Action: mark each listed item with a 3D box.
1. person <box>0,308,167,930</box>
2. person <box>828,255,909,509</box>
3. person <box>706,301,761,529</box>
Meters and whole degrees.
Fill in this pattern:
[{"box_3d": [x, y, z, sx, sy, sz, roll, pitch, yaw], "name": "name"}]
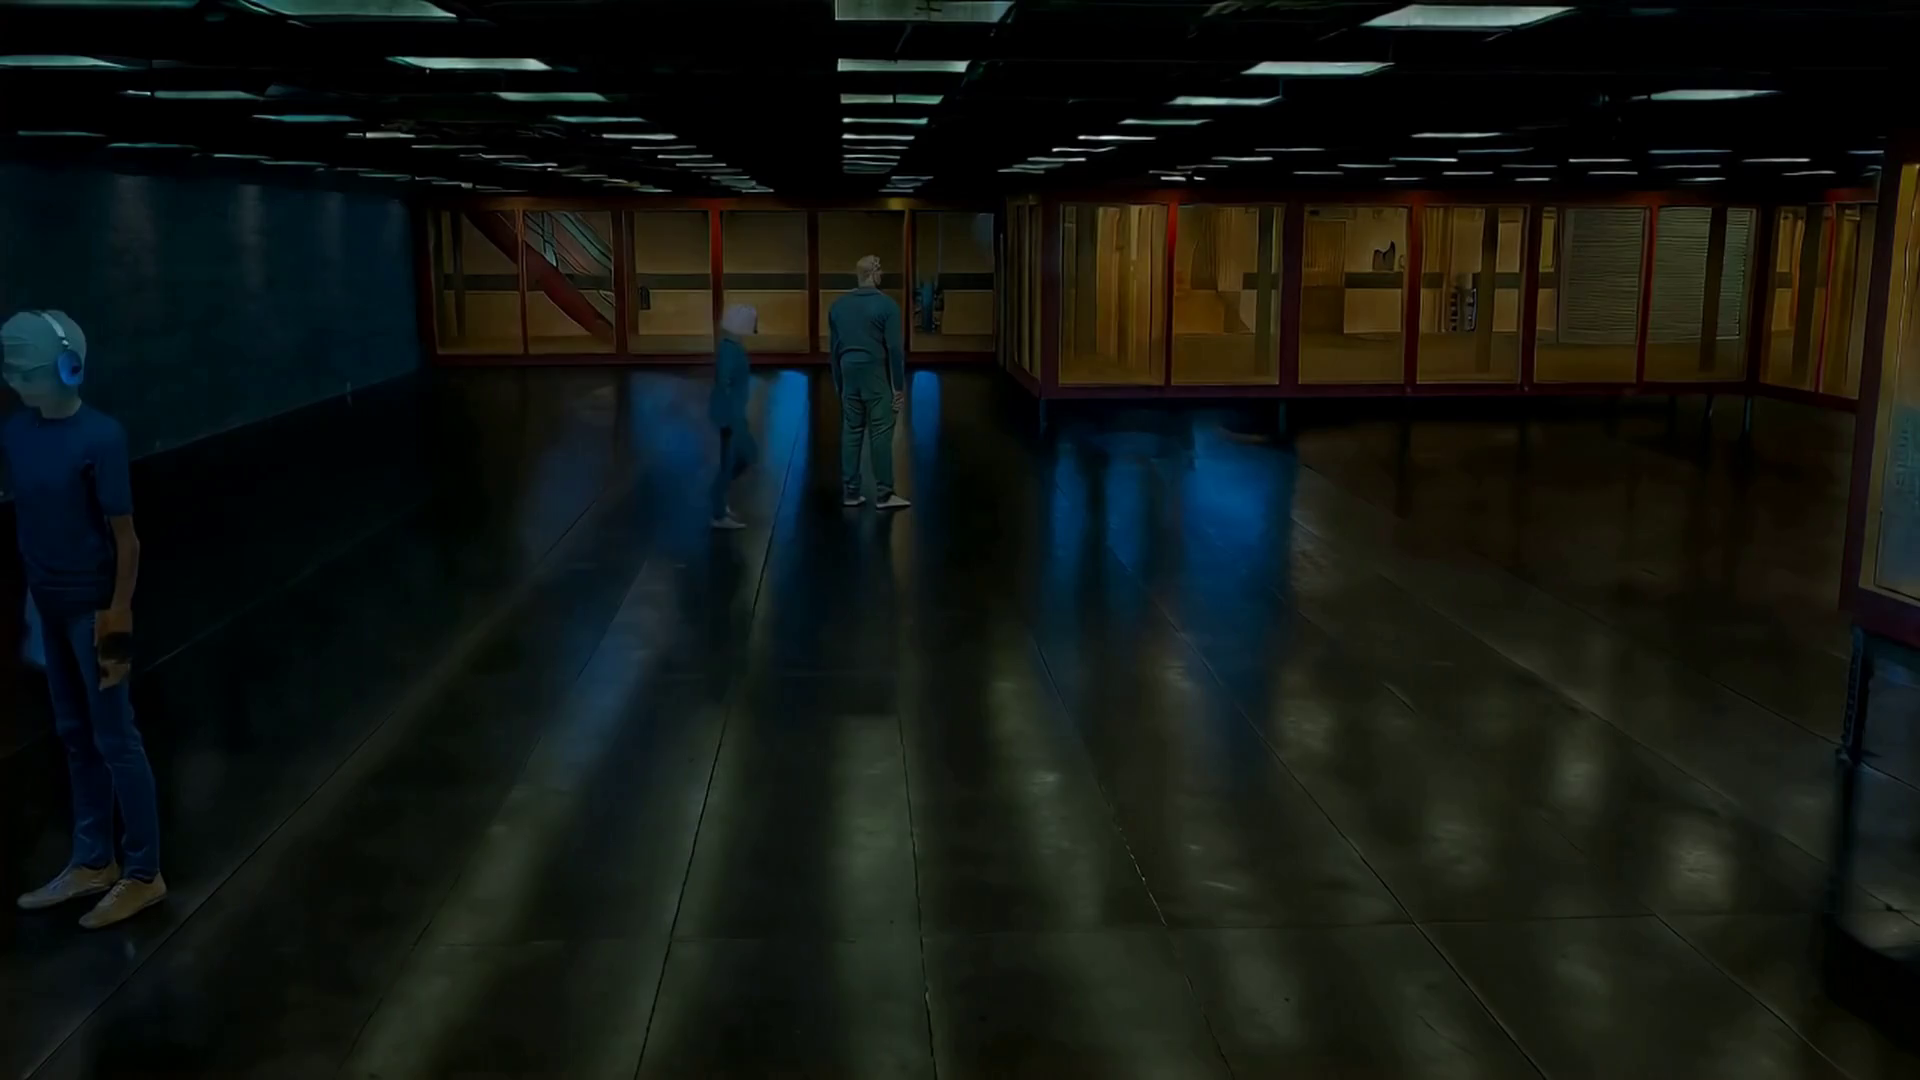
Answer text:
[{"box_3d": [-2.676, 0.239, 5.025, 0.508, 1.865, 0.329, 7, 12, 32], "name": "person"}, {"box_3d": [-0.672, -1.185, 12.581, 0.645, 1.908, 0.408, 6, 12, 31], "name": "person"}, {"box_3d": [-1.597, -0.869, 11.667, 0.402, 1.605, 0.524, 1, 11, 4], "name": "person"}]
